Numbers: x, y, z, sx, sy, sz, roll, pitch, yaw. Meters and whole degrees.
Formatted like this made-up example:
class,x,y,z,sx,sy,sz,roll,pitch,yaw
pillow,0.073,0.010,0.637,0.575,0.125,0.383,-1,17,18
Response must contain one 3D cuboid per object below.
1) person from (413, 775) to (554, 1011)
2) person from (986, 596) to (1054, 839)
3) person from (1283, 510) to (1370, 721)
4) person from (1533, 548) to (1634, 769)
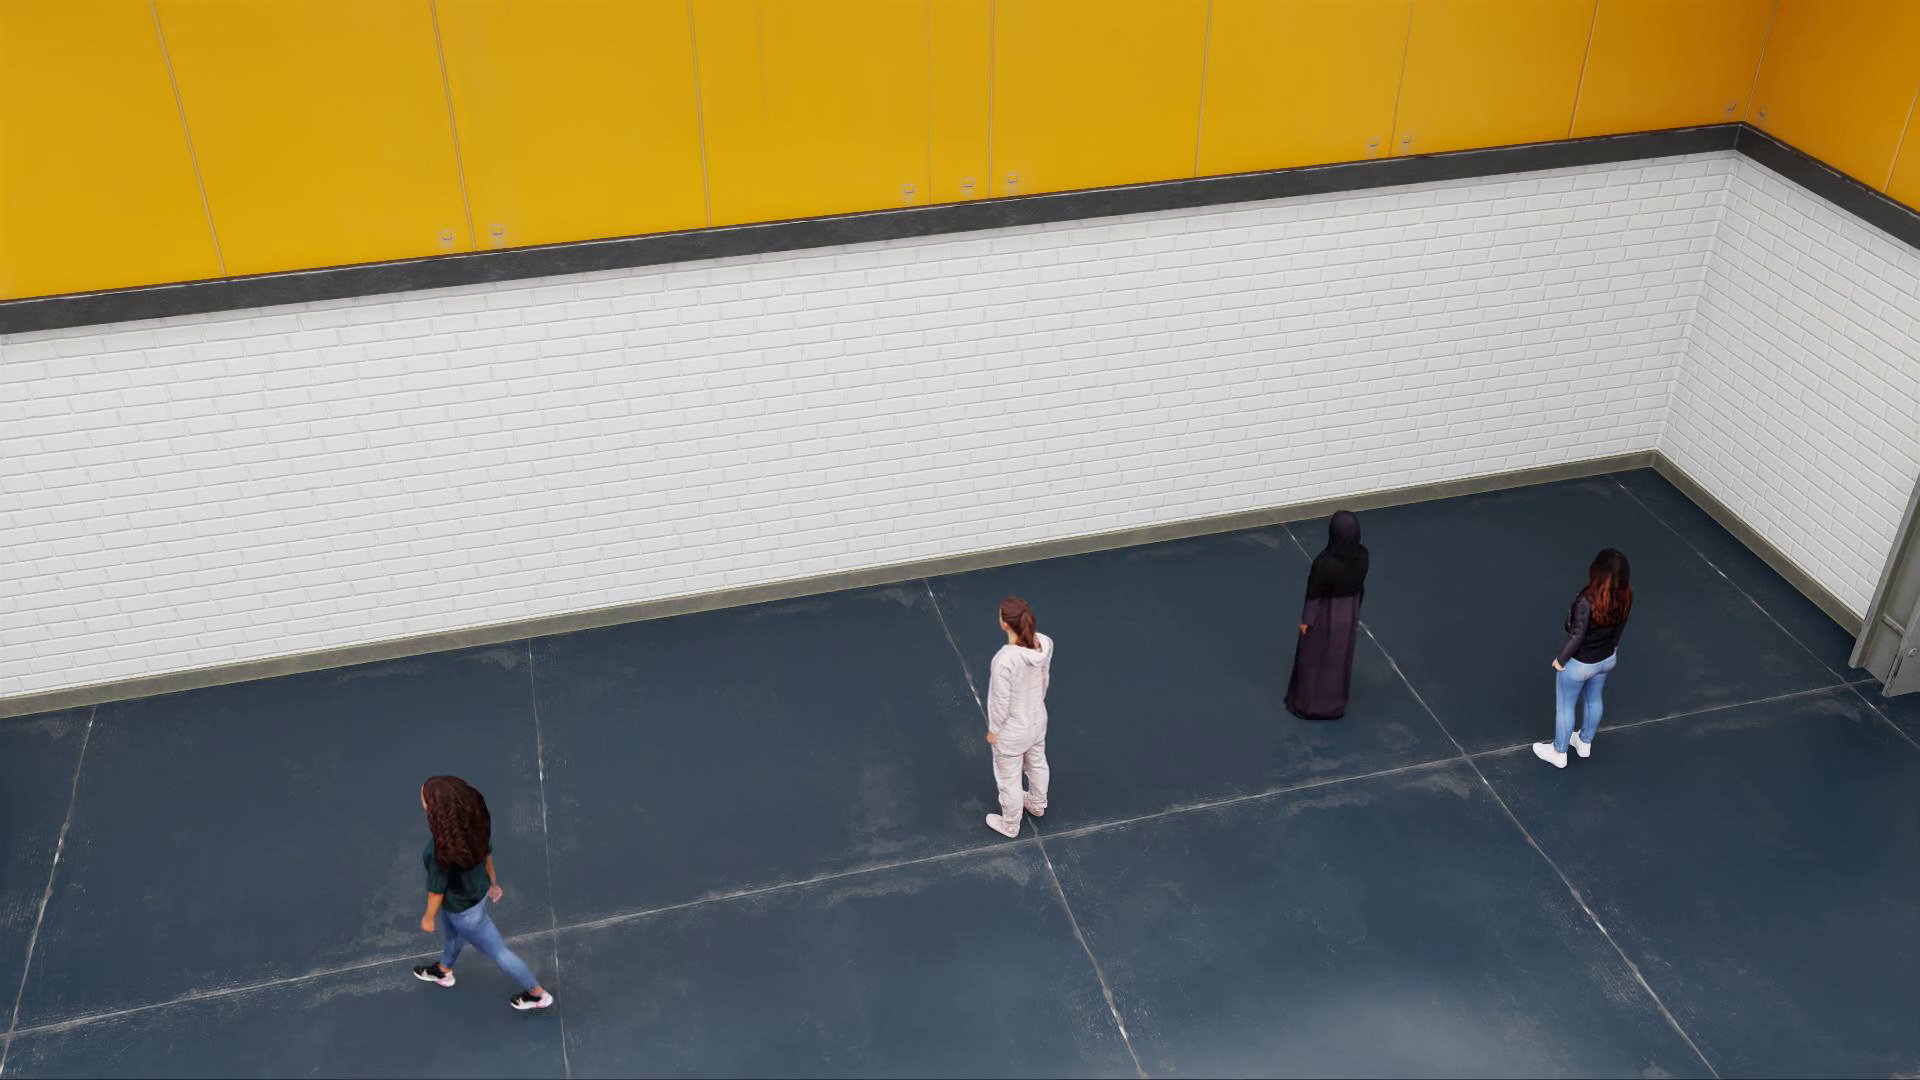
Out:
class,x,y,z,sx,sy,sz,roll,pitch,yaw
person,-2.579,1.960,8.945,0.947,1.572,1.102,5,34,8
person,0.367,1.083,10.156,0.741,1.691,0.730,28,43,35
person,2.483,0.497,11.106,0.627,1.615,0.624,-13,36,-19
person,4.042,0.749,10.709,0.686,1.634,0.619,-15,36,-21
